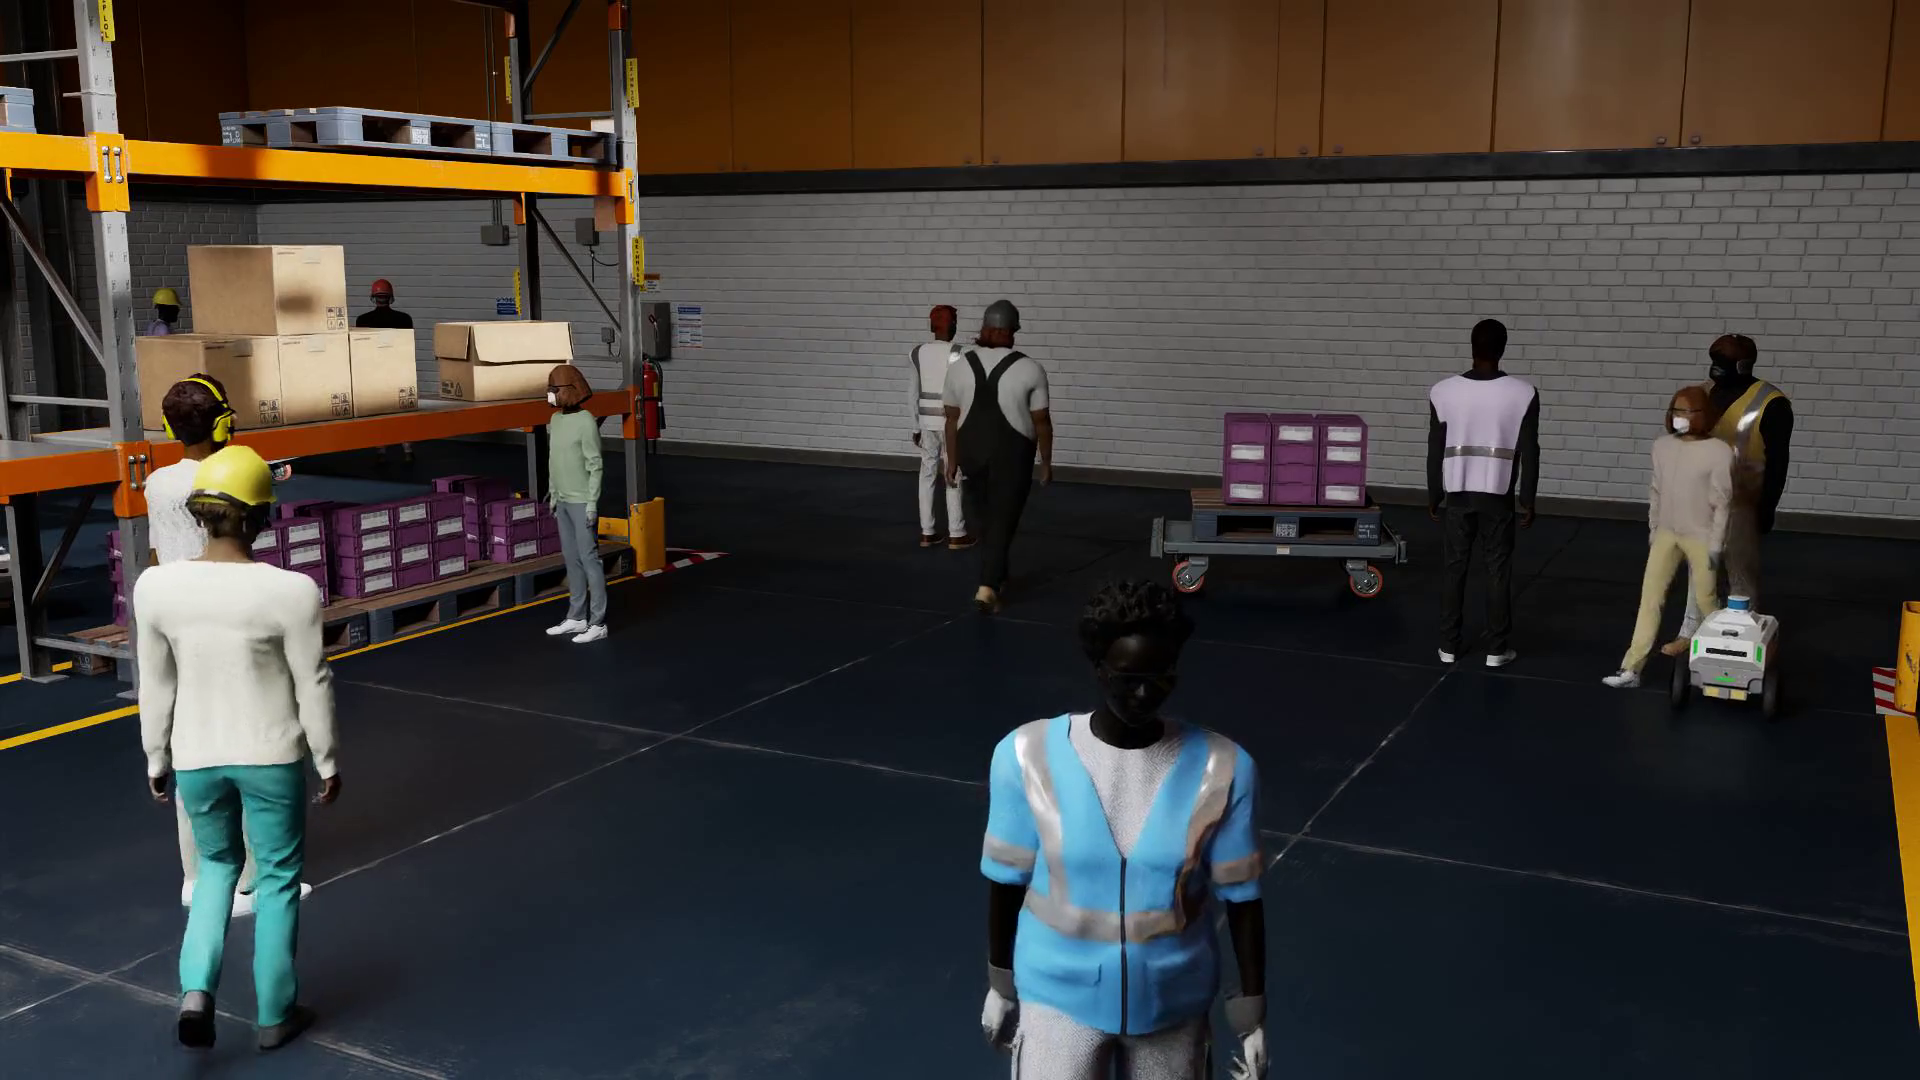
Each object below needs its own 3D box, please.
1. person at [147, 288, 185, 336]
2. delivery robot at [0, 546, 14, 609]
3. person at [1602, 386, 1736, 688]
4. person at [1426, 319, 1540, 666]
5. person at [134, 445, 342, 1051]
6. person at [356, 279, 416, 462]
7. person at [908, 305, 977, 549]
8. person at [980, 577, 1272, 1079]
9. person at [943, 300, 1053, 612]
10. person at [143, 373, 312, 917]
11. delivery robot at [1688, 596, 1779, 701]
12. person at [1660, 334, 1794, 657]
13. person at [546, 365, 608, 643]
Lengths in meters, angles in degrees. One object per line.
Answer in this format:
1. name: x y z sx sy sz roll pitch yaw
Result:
1. person: -8.084 -1.611 17.034 0.381 1.923 0.594 -6 12 -31
2. delivery robot: -6.099 0.179 10.364 0.477 0.478 0.707 -8 12 -38
3. person: 3.777 -0.005 8.703 0.779 1.590 0.520 -6 11 -31
4. person: 2.884 -0.256 9.200 0.596 1.921 0.380 5 11 25
5. person: -2.020 0.610 4.671 0.537 1.751 0.411 0 10 1
6. person: -6.263 -1.846 18.193 0.610 1.996 0.386 -4 11 -23
7. person: -0.132 -0.871 12.878 0.576 1.882 0.362 6 12 32
8. person: 0.316 0.910 3.110 0.554 1.677 0.643 0 10 0
9. person: 0.237 -0.583 10.750 0.692 2.000 1.009 4 11 21
10. person: -2.560 0.364 5.748 0.526 1.876 0.324 6 11 30
11. delivery robot: 3.899 0.524 8.368 0.477 0.478 0.707 6 11 31
12. person: 4.224 -0.216 9.205 0.429 1.840 0.635 -5 11 -29
13. person: -2.269 -0.214 9.792 0.270 1.632 0.504 -8 13 -40
